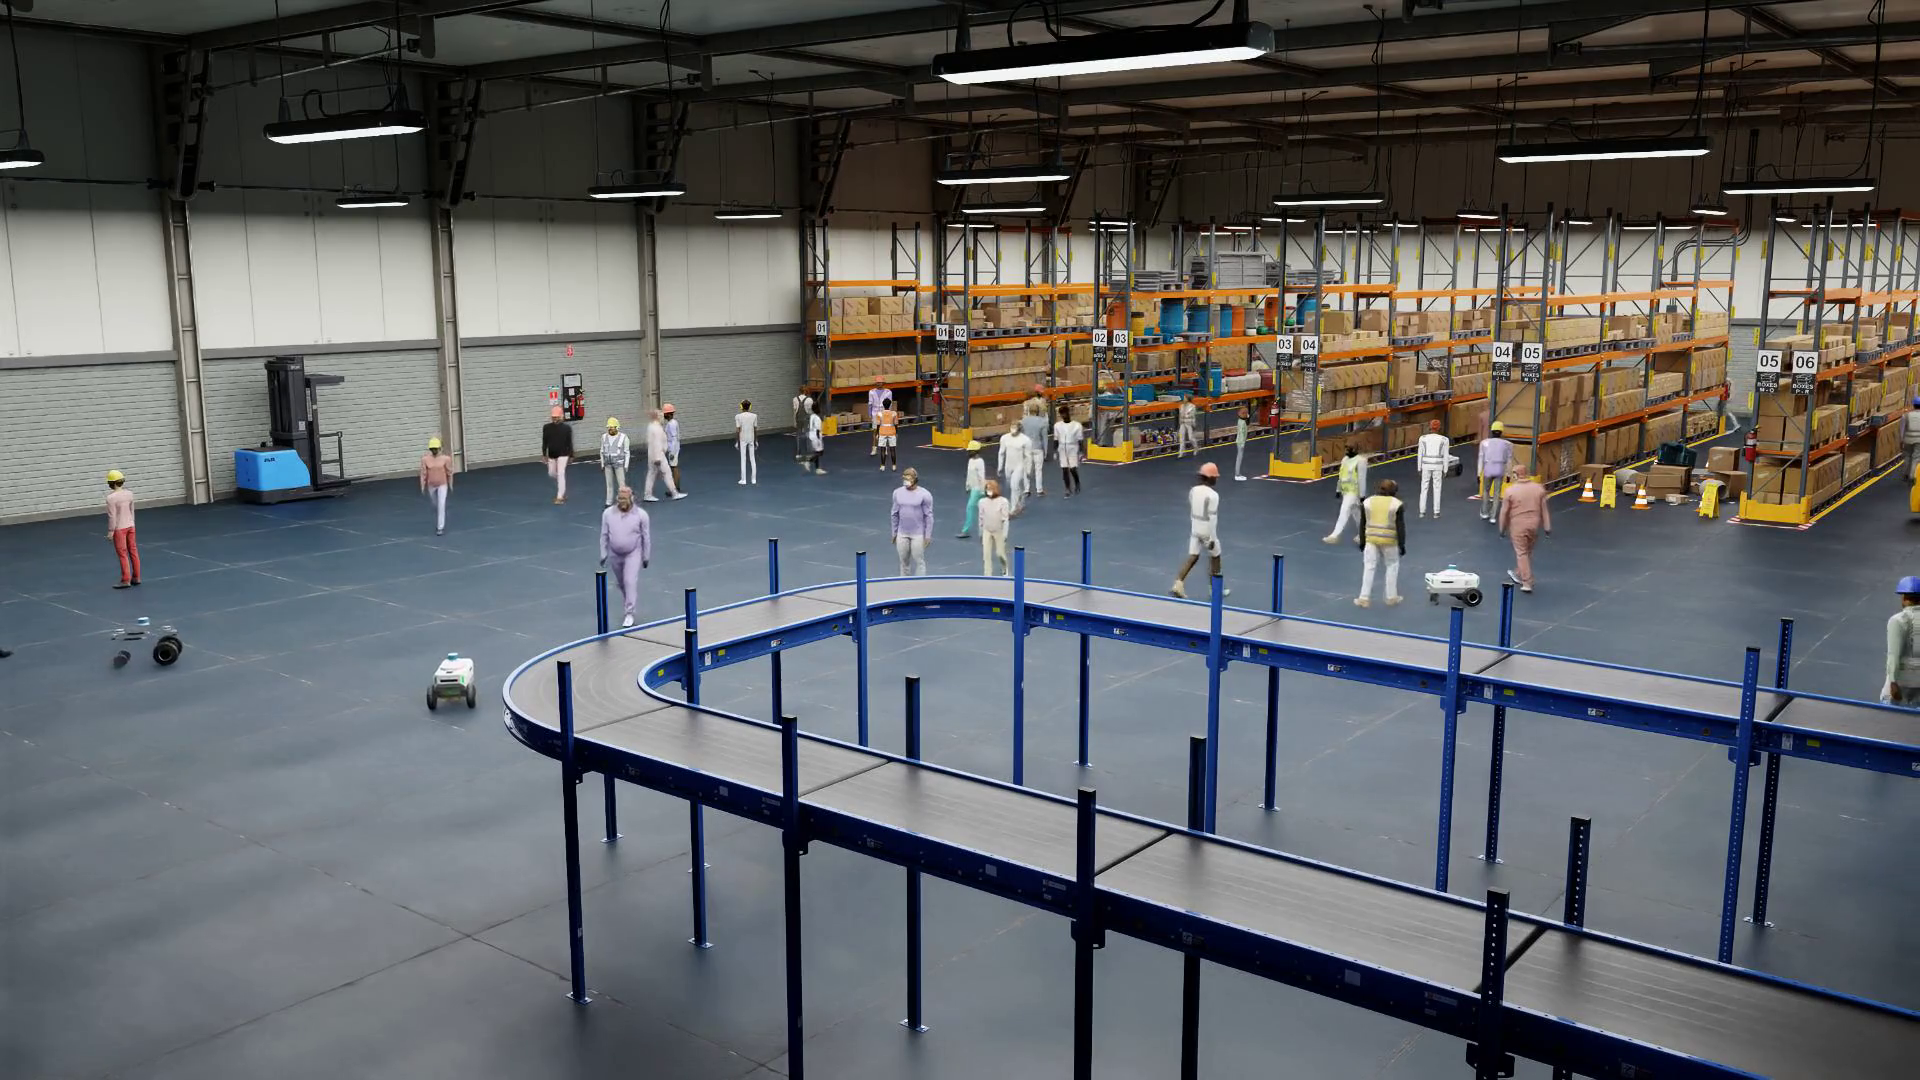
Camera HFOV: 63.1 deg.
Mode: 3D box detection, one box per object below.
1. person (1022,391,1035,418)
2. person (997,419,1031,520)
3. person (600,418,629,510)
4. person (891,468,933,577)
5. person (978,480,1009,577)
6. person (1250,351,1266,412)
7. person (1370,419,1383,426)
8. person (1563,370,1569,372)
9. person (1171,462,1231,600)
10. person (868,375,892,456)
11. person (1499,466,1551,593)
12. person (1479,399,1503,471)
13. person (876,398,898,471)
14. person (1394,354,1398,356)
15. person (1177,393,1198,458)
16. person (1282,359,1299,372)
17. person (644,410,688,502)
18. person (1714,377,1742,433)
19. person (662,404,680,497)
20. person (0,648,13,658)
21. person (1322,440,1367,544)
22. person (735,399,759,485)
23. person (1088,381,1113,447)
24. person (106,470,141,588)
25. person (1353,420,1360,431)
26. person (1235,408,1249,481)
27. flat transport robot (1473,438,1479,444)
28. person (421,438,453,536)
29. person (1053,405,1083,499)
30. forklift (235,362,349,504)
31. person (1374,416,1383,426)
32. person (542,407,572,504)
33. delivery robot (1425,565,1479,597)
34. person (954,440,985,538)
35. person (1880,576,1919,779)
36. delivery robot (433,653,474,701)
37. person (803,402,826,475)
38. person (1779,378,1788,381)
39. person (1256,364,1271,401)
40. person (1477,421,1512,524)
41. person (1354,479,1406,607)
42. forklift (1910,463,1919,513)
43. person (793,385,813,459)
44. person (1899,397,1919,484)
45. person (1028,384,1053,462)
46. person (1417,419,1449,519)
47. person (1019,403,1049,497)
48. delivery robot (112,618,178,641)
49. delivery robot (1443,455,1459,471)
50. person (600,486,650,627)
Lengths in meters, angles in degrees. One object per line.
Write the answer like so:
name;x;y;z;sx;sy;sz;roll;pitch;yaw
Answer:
person;1.831;-3.012;39.896;0.523;1.610;0.800;7;12;36
person;1.088;-1.381;29.897;0.636;1.907;0.931;6;12;31
person;-6.778;-1.488;30.675;0.586;1.835;0.403;2;10;11
person;-0.692;-0.071;22.475;0.637;1.940;0.543;4;11;23
person;0.519;-0.118;23.580;0.508;1.615;0.558;4;11;20
person;9.735;-5.171;50.992;0.636;1.977;0.435;8;13;37
person;12.563;-4.404;46.809;0.759;1.950;0.389;-8;13;-39
person;16.777;-3.790;43.511;0.578;1.882;0.339;3;10;15
person;3.471;-0.125;22.542;1.005;2.005;0.627;-6;12;-32
person;-2.010;-3.137;39.368;0.605;2.045;0.377;1;10;5
person;8.367;-0.186;23.310;0.707;1.844;0.974;-1;10;-8
person;11.814;-2.211;34.735;0.655;1.855;1.040;7;12;35
person;-1.703;-2.457;36.514;0.535;1.697;0.321;-2;10;-10
person;14.373;-5.209;51.613;0.573;1.833;0.868;-2;10;-12
person;5.688;-2.863;39.004;0.521;1.619;0.663;9;13;41
person;11.116;-5.441;52.766;0.564;1.892;0.599;-9;14;-42
person;-6.035;-1.714;31.868;0.926;1.870;0.647;-5;11;-27
person;21.976;-4.033;44.912;0.635;1.879;0.931;-8;13;-37
person;-6.022;-1.872;32.555;0.376;1.933;0.551;-2;10;-12
person;-12.066;0.535;19.062;0.656;1.916;0.560;-4;11;-21
person;6.760;-0.838;27.149;0.946;1.794;0.642;-3;10;-14
person;-4.688;-2.160;34.358;0.530;1.871;0.323;-5;11;-24
person;3.590;-3.203;40.435;0.612;1.790;0.883;5;11;28
person;-12.565;-0.167;23.430;0.318;1.769;0.522;2;10;10
person;10.460;-3.351;41.733;0.434;1.621;0.514;-9;14;-42
person;6.309;-2.153;35.004;0.270;1.627;0.499;1;10;7
flat transport robot;14.376;-2.699;42.010;0.652;0.197;1.431;9;13;40
person;-9.422;-0.996;28.216;0.532;1.731;0.882;-1;10;-7
person;2.233;-1.820;32.273;0.630;1.935;0.432;4;11;20
forklift;-13.803;-2.244;32.110;1.129;2.768;1.873;8;13;37
person;11.616;-3.674;43.072;0.660;1.794;0.939;8;13;39
person;-8.151;-1.745;31.775;0.616;1.971;0.762;1;10;5
delivery robot;7.037;0.600;22.383;0.707;0.478;0.477;0;10;-1
person;0.324;-0.921;27.781;0.874;1.729;0.536;-4;11;-20
person;9.036;1.311;14.775;0.611;1.898;0.811;-1;10;-8
delivery robot;-5.608;1.498;17.326;0.477;0.478;0.707;-2;10;-10
person;-3.327;-2.329;35.805;0.470;1.683;0.549;-3;11;-17
person;23.618;-4.008;44.836;0.528;1.845;0.682;-3;11;-18
person;9.246;-4.370;46.980;0.602;1.799;0.764;6;12;31
person;10.003;-1.282;29.332;0.620;1.889;0.913;2;10;12
person;5.998;0.041;22.178;0.670;1.807;0.650;7;12;33
forklift;19.034;-1.348;28.998;2.313;2.155;1.214;8;13;37
person;-3.876;-2.929;38.781;0.503;1.839;0.329;2;10;10
person;21.072;-2.192;34.490;0.611;1.895;1.013;8;13;40
person;1.905;-2.894;38.474;0.558;1.887;1.032;-10;14;-44
person;9.012;-1.361;29.831;0.588;1.883;0.337;4;11;23
person;1.534;-1.866;32.515;0.636;1.936;0.355;4;11;19
delivery robot;-9.925;1.063;19.042;0.698;0.223;0.335;-3;11;-19
delivery robot;11.121;-1.778;35.768;0.477;0.478;0.707;9;13;41
person;-4.514;0.177;21.197;0.644;1.874;0.857;1;10;7
